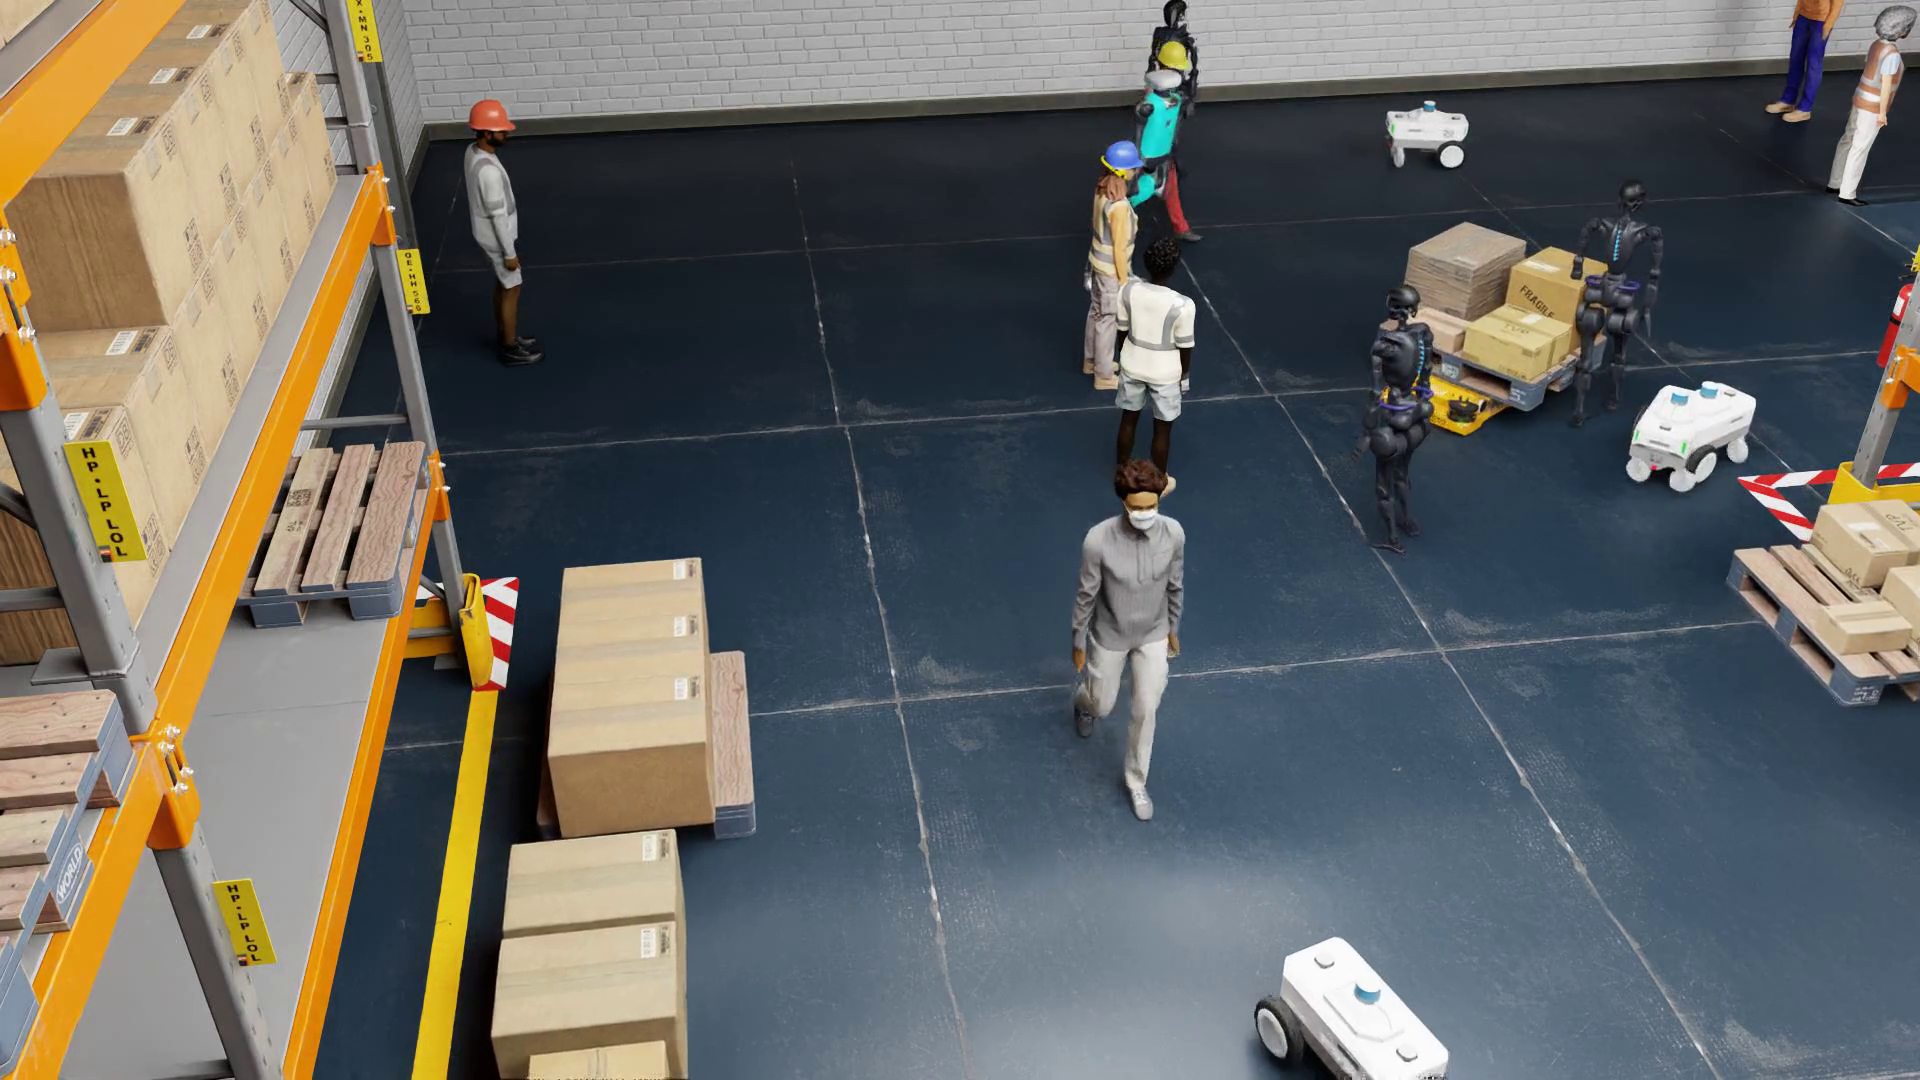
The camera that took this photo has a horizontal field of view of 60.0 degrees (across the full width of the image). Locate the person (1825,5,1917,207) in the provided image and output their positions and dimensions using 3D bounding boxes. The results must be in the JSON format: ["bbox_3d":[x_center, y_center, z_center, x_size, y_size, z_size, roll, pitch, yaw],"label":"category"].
[{"bbox_3d":[7.811,-3.720,14.249,0.311,1.690,0.446,1,33,2],"label":"person"}]

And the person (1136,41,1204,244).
[{"bbox_3d":[1.576,-3.196,13.423,0.925,1.708,0.547,17,37,25],"label":"person"}]

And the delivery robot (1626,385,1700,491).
[{"bbox_3d":[4.571,-0.694,10.669,0.509,0.611,0.782,20,38,28],"label":"delivery robot"}]

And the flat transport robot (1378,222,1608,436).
[{"bbox_3d":[3.636,-1.153,11.619,1.431,0.231,0.659,-28,42,-36],"label":"flat transport robot"}]

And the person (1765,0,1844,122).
[{"bbox_3d":[8.243,-5.055,16.047,0.401,1.973,0.515,-10,34,-15],"label":"person"}]

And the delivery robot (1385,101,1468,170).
[{"bbox_3d":[4.319,-3.728,15.319,0.783,0.612,0.511,3,33,5],"label":"delivery robot"}]

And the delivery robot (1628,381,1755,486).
[{"bbox_3d":[4.746,-0.716,10.694,0.773,0.601,0.527,-20,38,-28],"label":"delivery robot"}]

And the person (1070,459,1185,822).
[{"bbox_3d":[0.766,0.387,7.795,0.550,1.877,0.715,-6,34,-9],"label":"person"}]

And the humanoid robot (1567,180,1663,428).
[{"bbox_3d":[4.297,-1.576,10.995,0.602,1.639,0.626,19,38,27],"label":"humanoid robot"}]

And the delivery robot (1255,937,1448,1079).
[{"bbox_3d":[1.580,1.945,6.594,0.499,0.576,0.768,-15,36,-22],"label":"delivery robot"}]

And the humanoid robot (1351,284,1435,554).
[{"bbox_3d":[2.540,-0.691,9.638,0.611,1.635,0.407,-25,40,-33],"label":"humanoid robot"}]

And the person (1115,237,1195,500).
[{"bbox_3d":[1.176,-1.037,10.140,0.532,1.690,0.320,20,38,28],"label":"person"}]

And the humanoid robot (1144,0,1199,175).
[{"bbox_3d":[1.812,-3.899,14.561,0.717,1.629,0.616,-25,40,-33],"label":"humanoid robot"}]

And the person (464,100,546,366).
[{"bbox_3d":[-3.190,-2.125,11.602,0.385,1.923,0.547,-15,36,-21],"label":"person"}]

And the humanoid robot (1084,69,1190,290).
[{"bbox_3d":[1.247,-2.777,12.752,0.621,1.761,0.848,-26,41,-34],"label":"humanoid robot"}]

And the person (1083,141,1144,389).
[{"bbox_3d":[1.046,-1.867,11.342,0.325,1.771,0.472,-6,34,-9],"label":"person"}]
